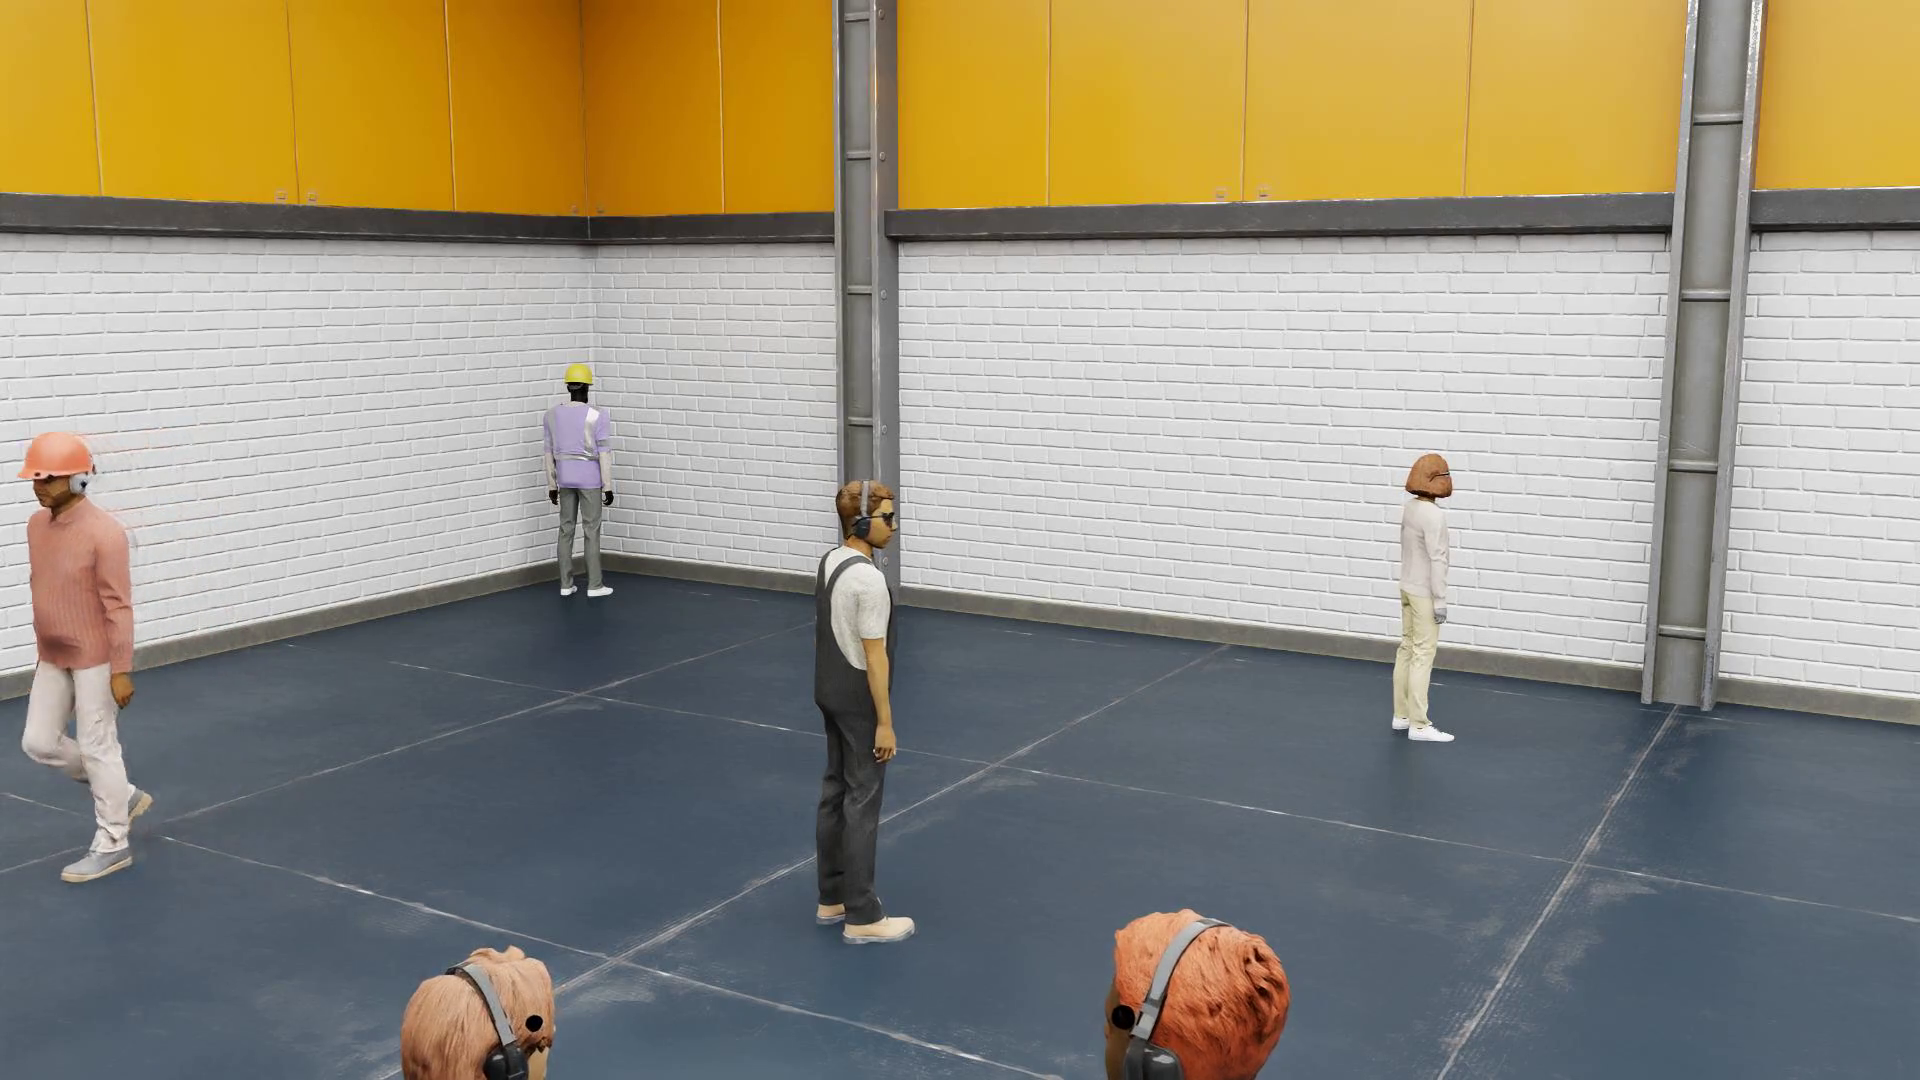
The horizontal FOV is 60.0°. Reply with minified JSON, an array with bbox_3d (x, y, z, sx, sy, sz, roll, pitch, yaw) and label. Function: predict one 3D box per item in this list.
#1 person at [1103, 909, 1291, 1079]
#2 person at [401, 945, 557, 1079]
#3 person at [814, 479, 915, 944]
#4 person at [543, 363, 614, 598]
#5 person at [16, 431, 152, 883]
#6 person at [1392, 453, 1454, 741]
[{"bbox_3d":[0.295,1.378,2.111,0.355,1.883,0.572,7,12,38],"label":"person"},{"bbox_3d":[-0.704,1.426,2.558,0.514,1.645,0.308,9,13,44],"label":"person"},{"bbox_3d":[-0.406,0.675,6.624,0.329,1.842,0.509,-5,10,-28],"label":"person"},{"bbox_3d":[-3.106,-0.482,13.618,0.587,1.918,0.397,3,9,16],"label":"person"},{"bbox_3d":[-3.830,0.503,7.266,0.634,1.978,0.464,5,10,28],"label":"person"},{"bbox_3d":[2.651,0.320,9.479,0.280,1.636,0.502,-1,9,-6],"label":"person"}]
